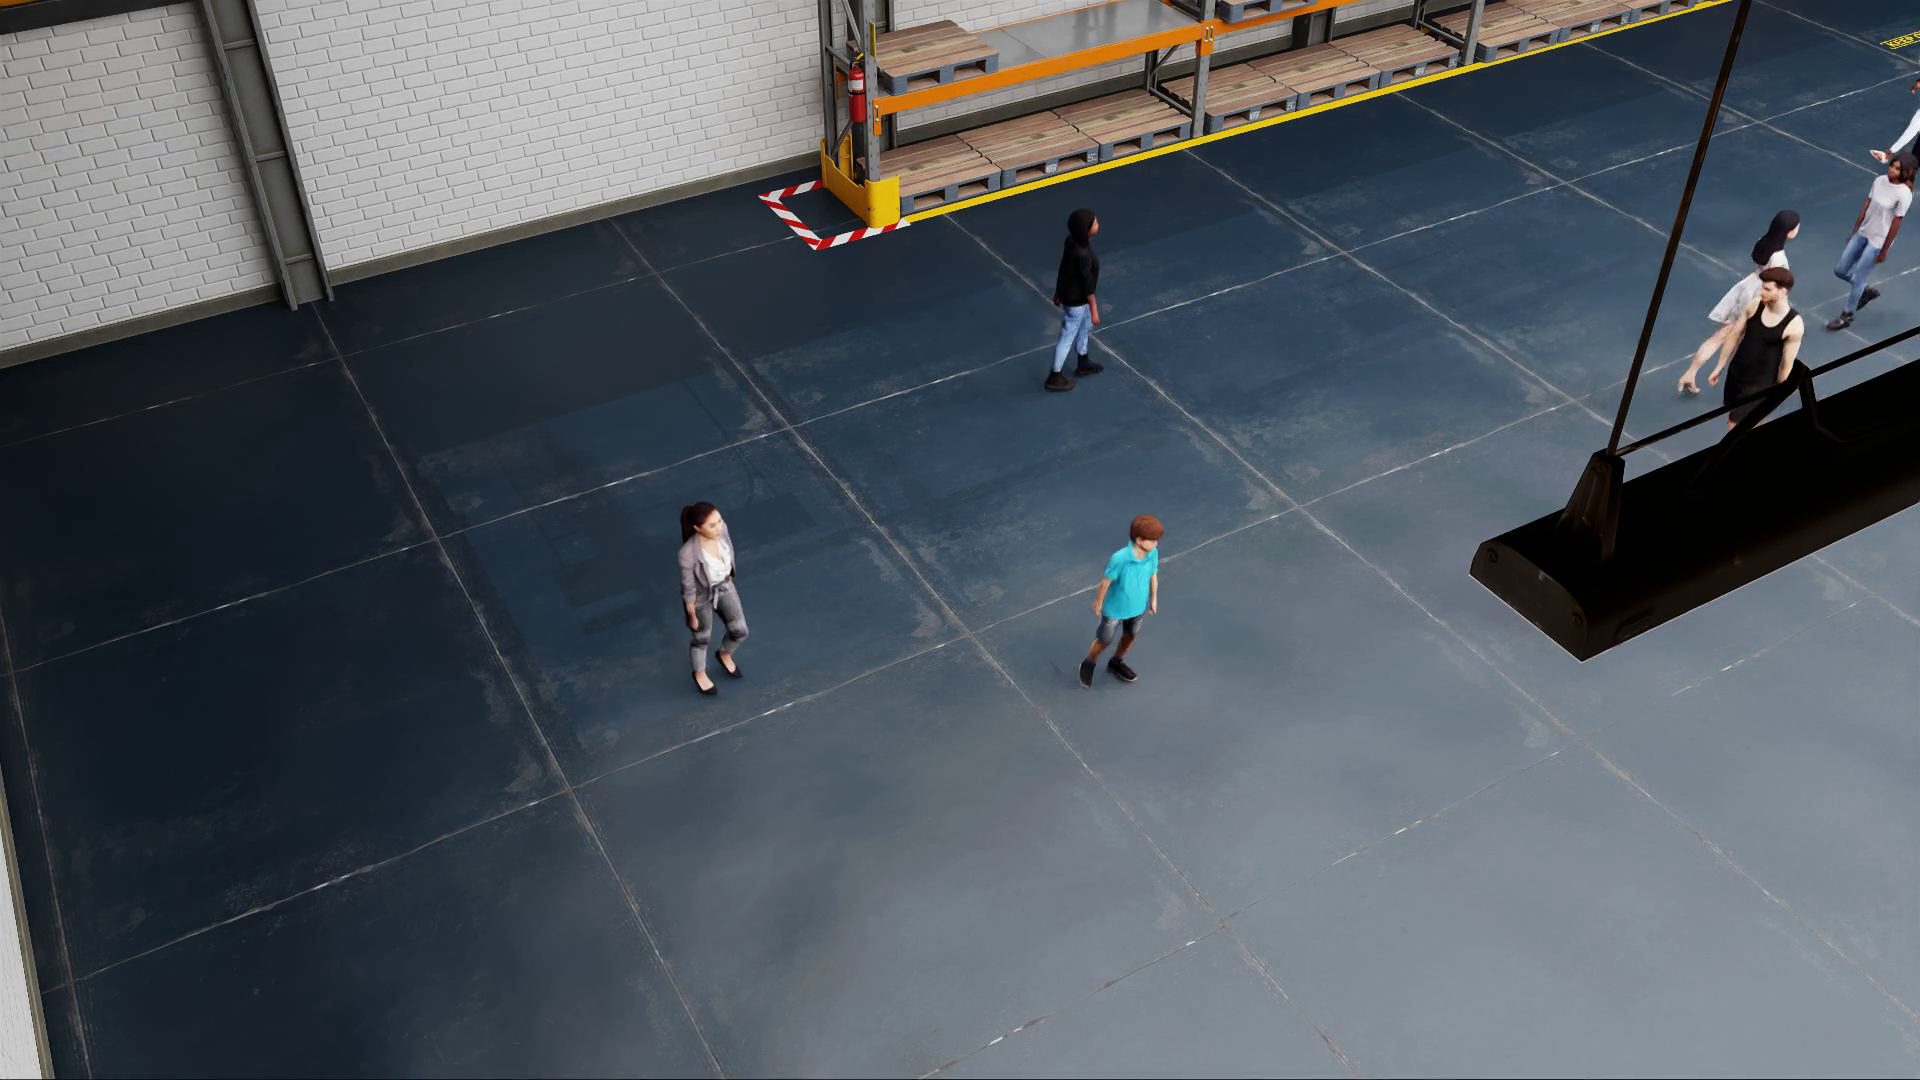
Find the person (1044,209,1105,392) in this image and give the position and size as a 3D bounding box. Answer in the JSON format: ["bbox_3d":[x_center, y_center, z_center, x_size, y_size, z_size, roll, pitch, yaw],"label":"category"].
[{"bbox_3d":[0.875,-1.978,13.894,0.866,1.686,0.713,-10,40,-12],"label":"person"}]

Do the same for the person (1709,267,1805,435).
[{"bbox_3d":[6.194,-1.288,12.903,1.152,1.843,0.662,-20,43,-23],"label":"person"}]

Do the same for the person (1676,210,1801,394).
[{"bbox_3d":[6.469,-1.895,13.767,1.262,1.714,1.039,0,39,0],"label":"person"}]

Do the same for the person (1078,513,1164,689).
[{"bbox_3d":[1.061,0.390,11.138,0.532,1.423,0.735,-7,39,-8],"label":"person"}]

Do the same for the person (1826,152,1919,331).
[{"bbox_3d":[8.131,-2.646,14.709,0.822,1.711,0.714,-8,39,-10],"label":"person"}]

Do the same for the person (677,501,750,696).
[{"bbox_3d":[-1.683,0.376,10.971,0.799,1.654,0.712,23,44,27],"label":"person"}]
